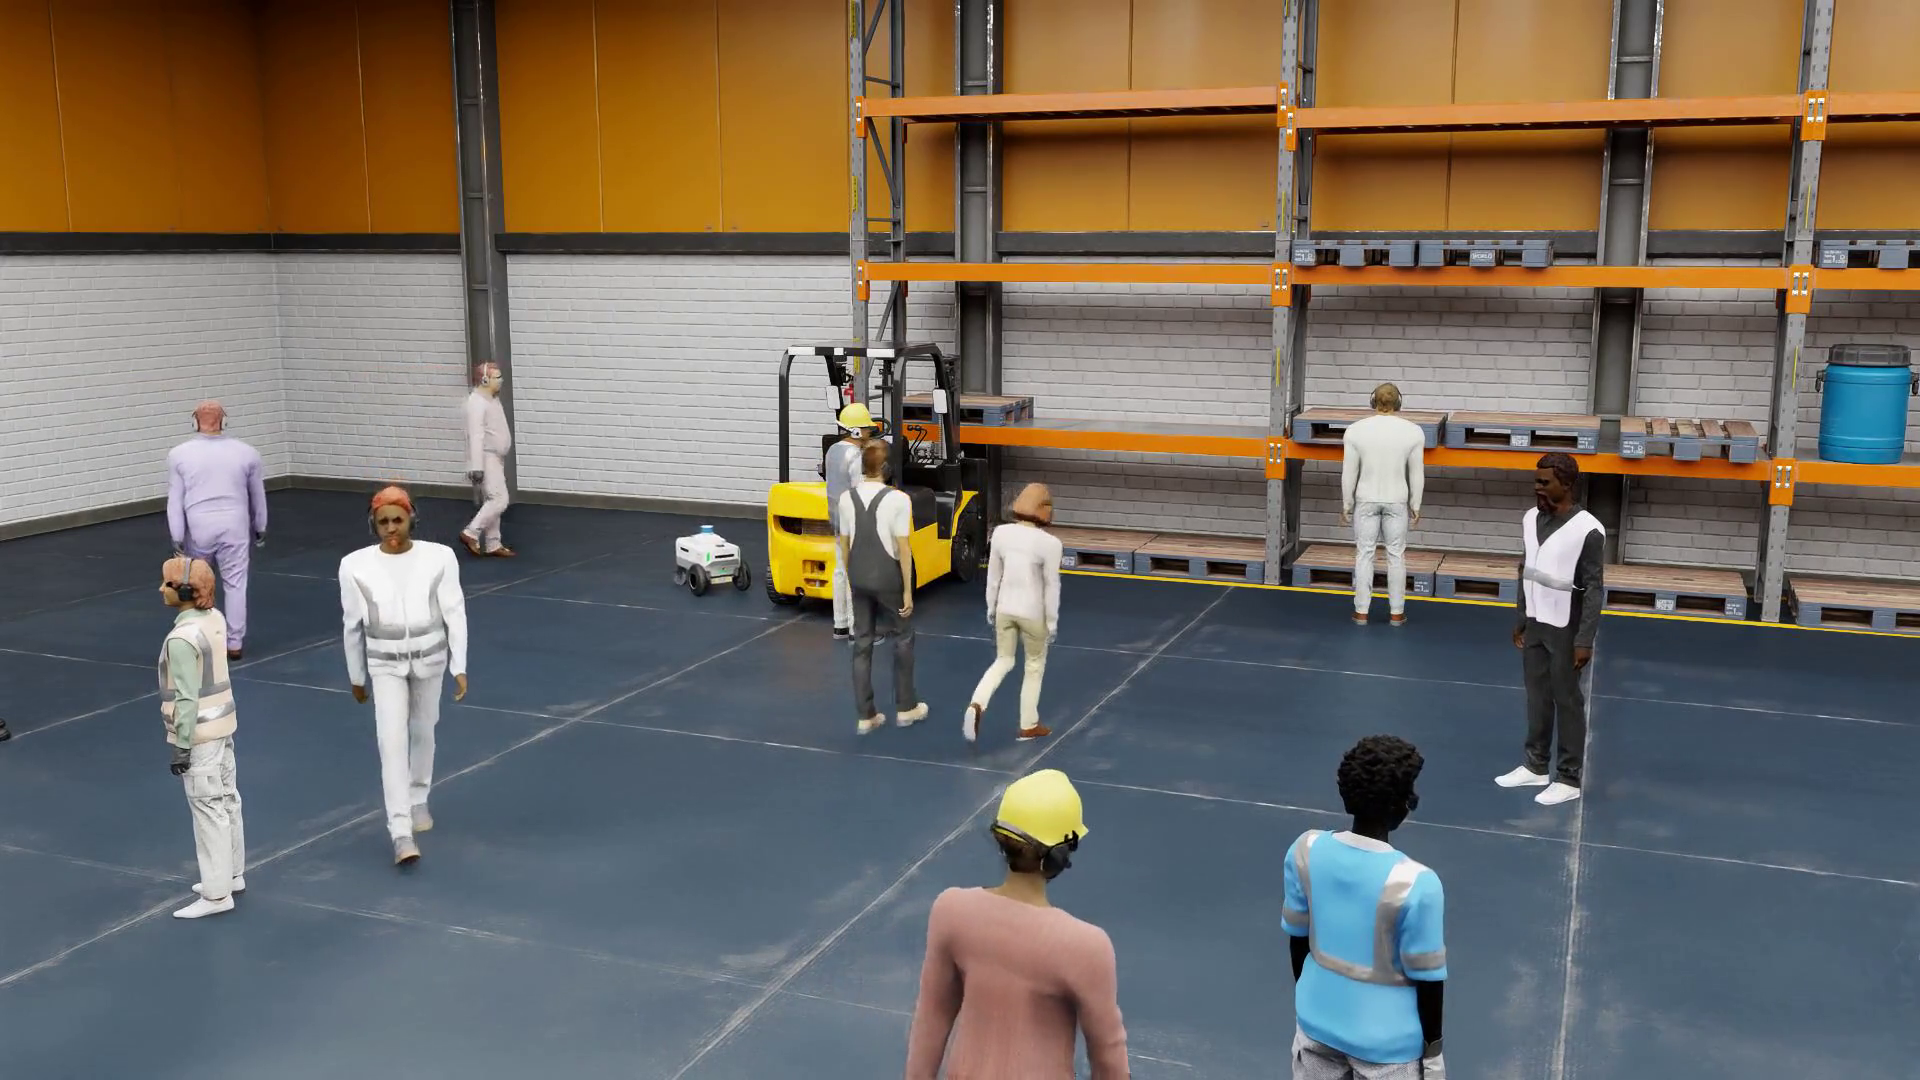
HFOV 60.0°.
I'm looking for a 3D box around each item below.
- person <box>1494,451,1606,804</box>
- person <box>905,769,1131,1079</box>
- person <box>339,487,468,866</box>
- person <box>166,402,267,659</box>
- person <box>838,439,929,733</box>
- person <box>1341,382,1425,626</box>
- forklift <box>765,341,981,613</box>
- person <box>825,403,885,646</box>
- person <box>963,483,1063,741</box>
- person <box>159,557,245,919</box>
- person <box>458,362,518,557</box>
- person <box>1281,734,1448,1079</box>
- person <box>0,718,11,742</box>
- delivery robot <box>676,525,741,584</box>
[{"bbox_3d":[3.245,0.469,9.046,0.383,1.918,0.591,-3,11,-18],"label":"person"},{"bbox_3d":[0.180,1.425,4.271,0.548,1.712,0.903,7,12,34],"label":"person"},{"bbox_3d":[-2.752,0.652,8.286,0.576,1.829,0.969,-4,11,-23],"label":"person"},{"bbox_3d":[-5.495,-0.091,12.304,0.681,1.862,0.935,-6,12,-29],"label":"person"},{"bbox_3d":[-0.460,0.279,10.375,0.513,1.828,0.636,4,11,23],"label":"person"},{"bbox_3d":[3.340,-0.283,13.179,0.635,1.937,0.352,2,10,11],"label":"person"},{"bbox_3d":[-0.739,-0.602,14.246,1.214,2.155,2.313,4,11,21],"label":"forklift"},{"bbox_3d":[-0.792,-0.121,12.576,0.404,1.830,0.603,-5,11,-27],"label":"person"},{"bbox_3d":[0.335,0.465,9.940,0.538,1.603,0.659,7,12,35],"label":"person"},{"bbox_3d":[-3.429,0.880,7.521,0.308,1.645,0.514,-2,10,-9],"label":"person"},{"bbox_3d":[-4.497,-0.748,15.882,0.452,1.892,0.670,-1,10,-4],"label":"person"},{"bbox_3d":[1.131,1.372,4.648,0.320,1.692,0.531,-8,13,-38],"label":"person"},{"bbox_3d":[-6.042,0.271,10.111,0.379,1.931,0.548,-6,12,-31],"label":"person"},{"bbox_3d":[-2.207,0.116,14.552,0.477,0.478,0.707,-6,12,-32],"label":"delivery robot"}]
